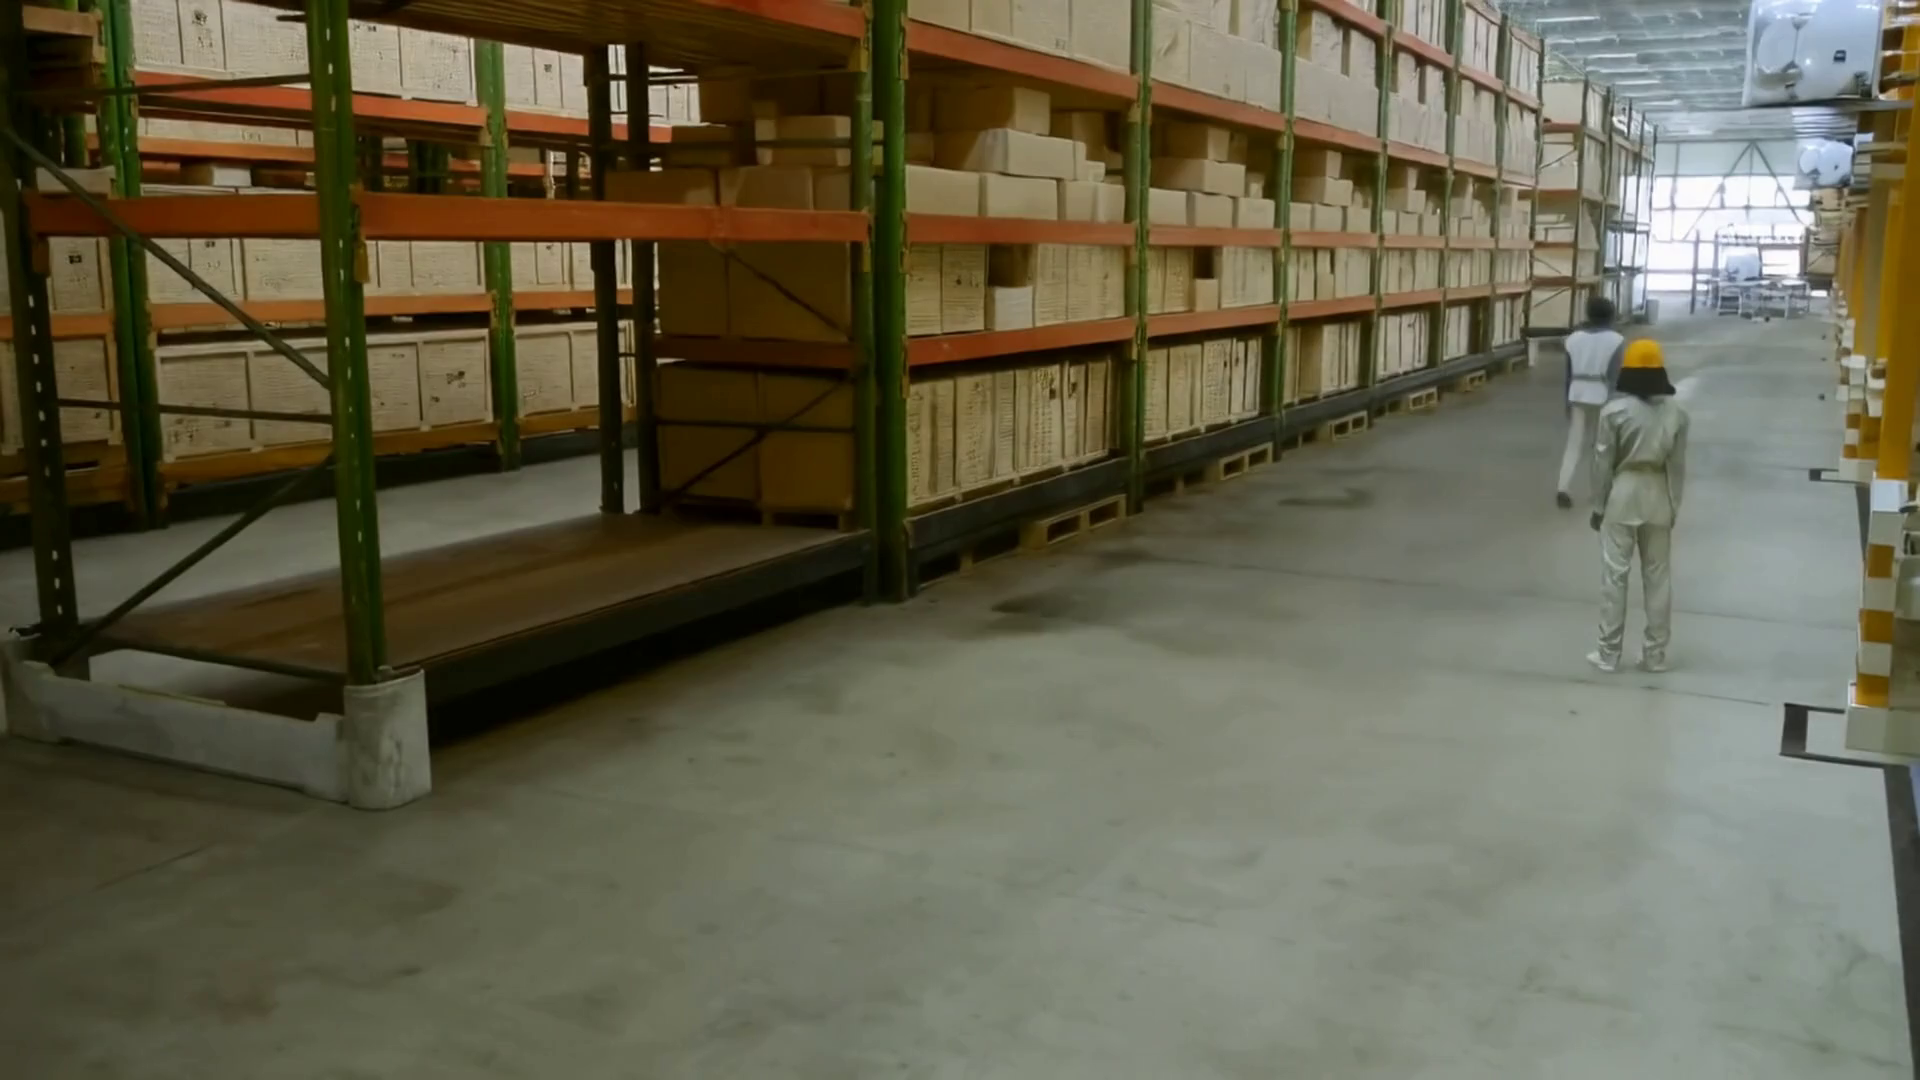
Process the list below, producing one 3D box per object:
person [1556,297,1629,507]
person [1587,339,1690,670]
[{"bbox_3d":[5.422,-1.175,14.259,0.863,1.811,0.578,-9,13,-41],"label":"person"},{"bbox_3d":[3.534,-0.179,8.701,0.480,1.733,0.335,-1,10,-5],"label":"person"}]
